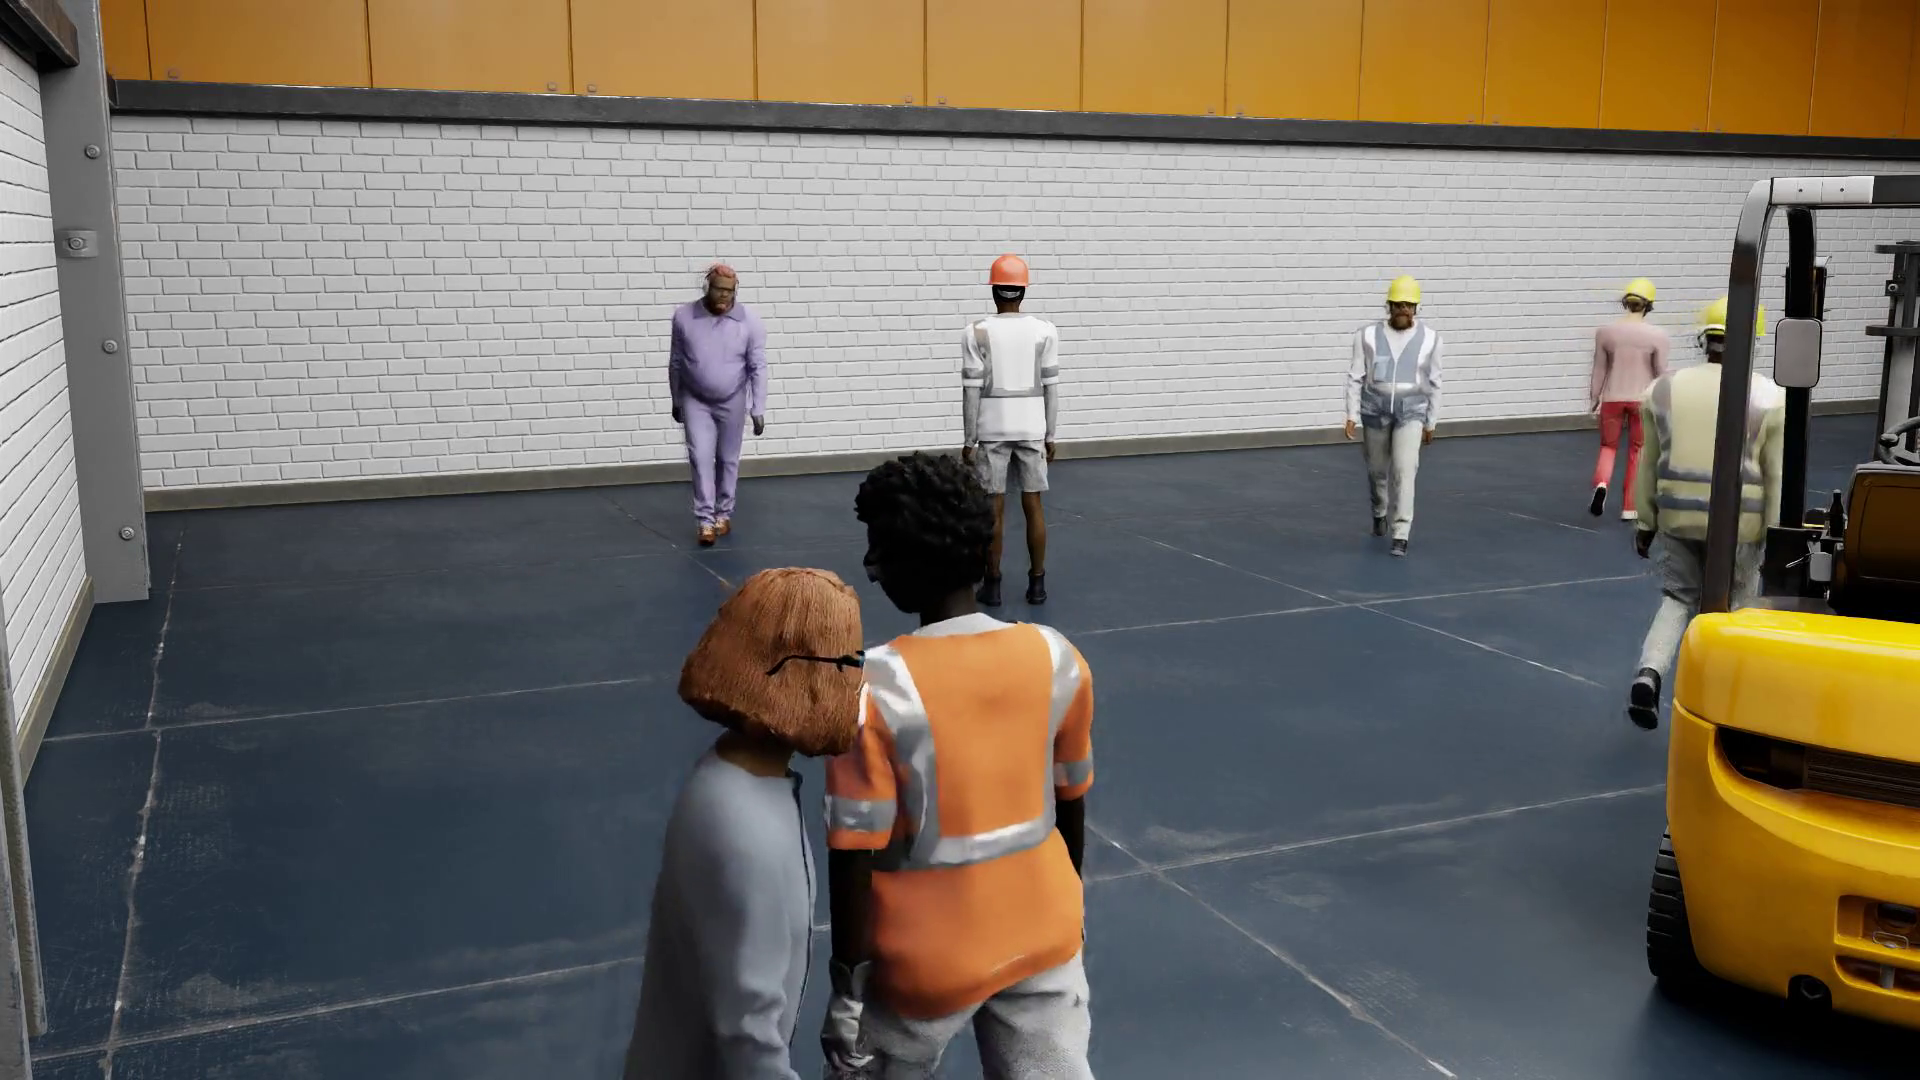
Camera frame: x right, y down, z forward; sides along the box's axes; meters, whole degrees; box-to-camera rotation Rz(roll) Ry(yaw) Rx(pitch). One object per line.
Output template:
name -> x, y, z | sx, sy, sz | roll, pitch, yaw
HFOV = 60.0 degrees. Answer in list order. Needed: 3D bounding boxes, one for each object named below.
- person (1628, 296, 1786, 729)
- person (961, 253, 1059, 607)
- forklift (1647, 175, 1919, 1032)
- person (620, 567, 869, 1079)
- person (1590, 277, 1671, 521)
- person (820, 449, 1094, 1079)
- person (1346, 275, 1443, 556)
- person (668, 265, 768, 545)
person -> 2.980, -0.075, 6.627 | 0.574, 1.812, 0.598 | -10, 14, -43
person -> 0.270, -0.596, 9.169 | 0.542, 1.939, 0.366 | -1, 10, -8
forklift -> 2.810, 0.094, 4.662 | 1.214, 2.155, 2.313 | 7, 12, 34
person -> -0.436, 0.813, 2.381 | 0.774, 1.585, 0.519 | 0, 10, 1
person -> 4.733, -0.981, 11.801 | 0.535, 1.746, 0.533 | 7, 12, 34
person -> -0.024, 0.678, 2.857 | 0.587, 1.666, 0.640 | -6, 12, -31
person -> 2.852, -0.843, 10.935 | 0.591, 1.798, 0.882 | 3, 11, 18
person -> -1.614, -0.897, 11.086 | 0.654, 1.842, 0.869 | -1, 10, -5
